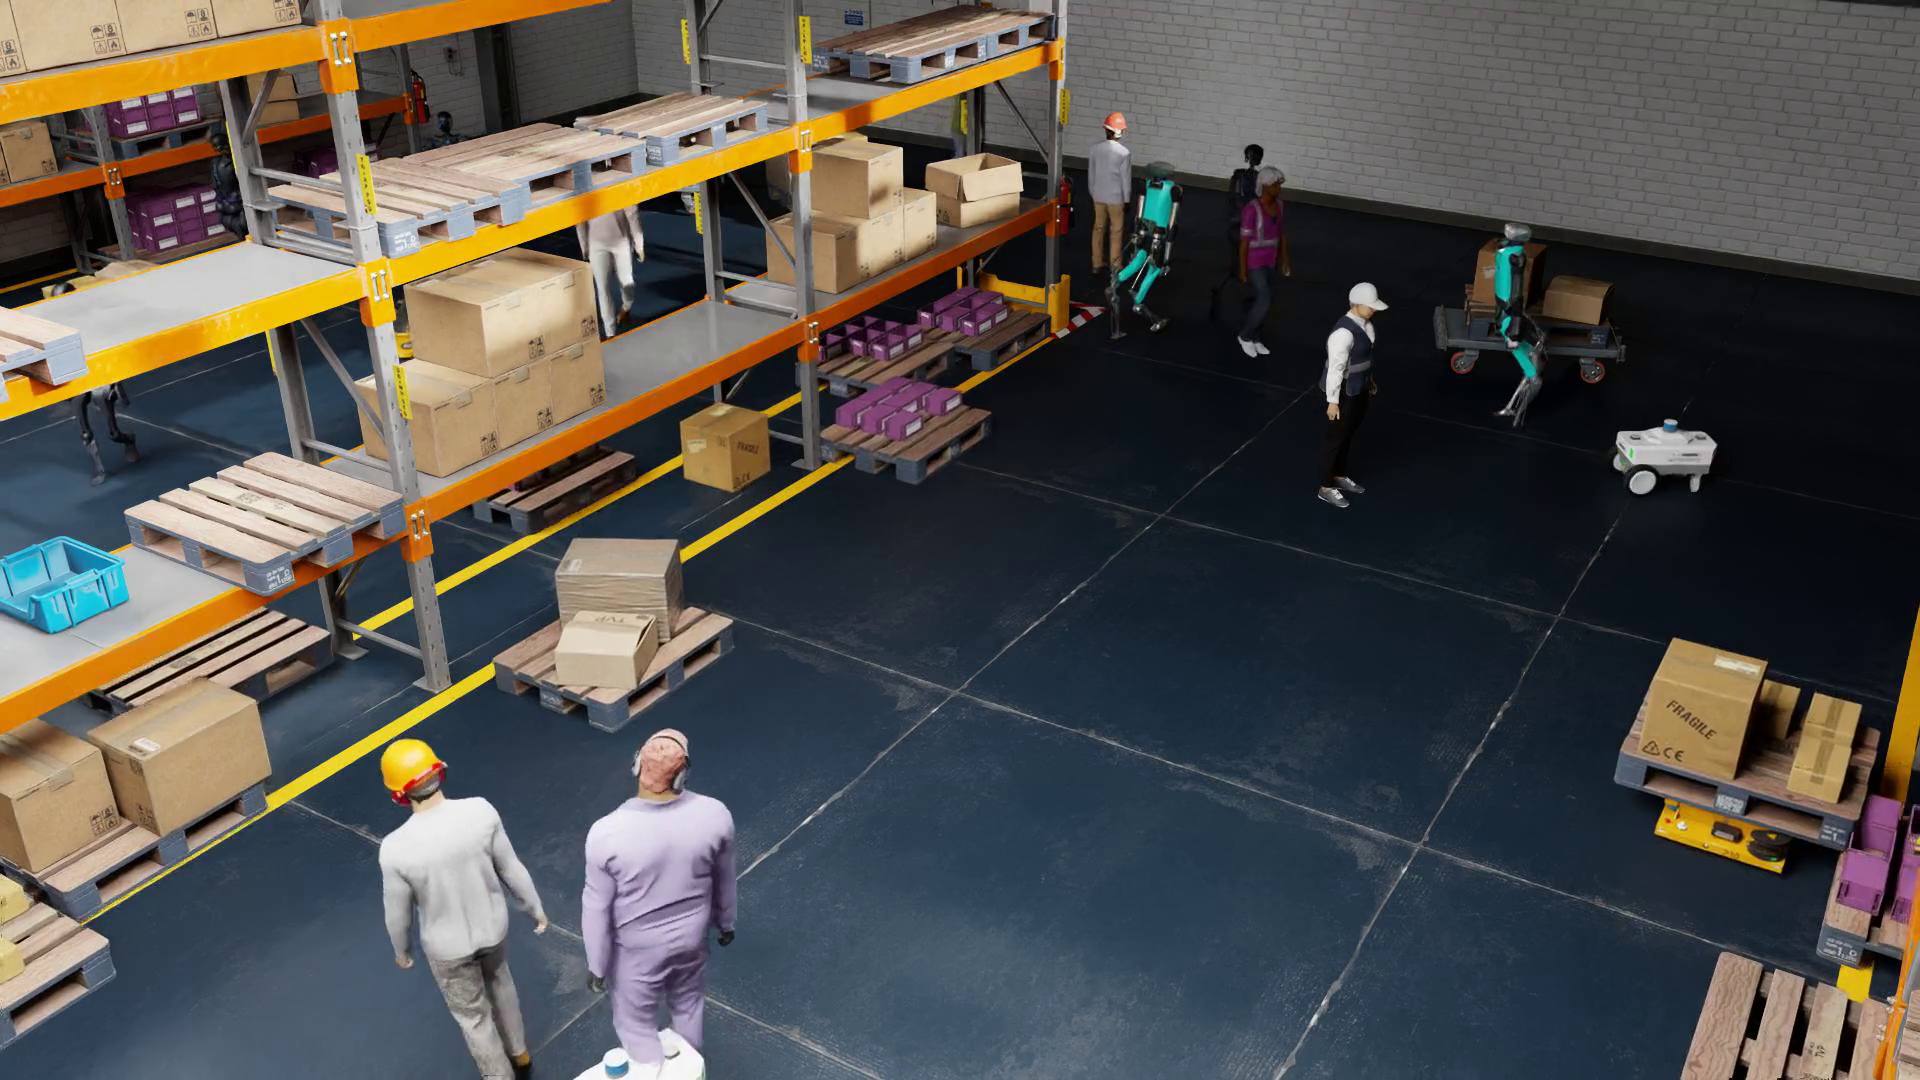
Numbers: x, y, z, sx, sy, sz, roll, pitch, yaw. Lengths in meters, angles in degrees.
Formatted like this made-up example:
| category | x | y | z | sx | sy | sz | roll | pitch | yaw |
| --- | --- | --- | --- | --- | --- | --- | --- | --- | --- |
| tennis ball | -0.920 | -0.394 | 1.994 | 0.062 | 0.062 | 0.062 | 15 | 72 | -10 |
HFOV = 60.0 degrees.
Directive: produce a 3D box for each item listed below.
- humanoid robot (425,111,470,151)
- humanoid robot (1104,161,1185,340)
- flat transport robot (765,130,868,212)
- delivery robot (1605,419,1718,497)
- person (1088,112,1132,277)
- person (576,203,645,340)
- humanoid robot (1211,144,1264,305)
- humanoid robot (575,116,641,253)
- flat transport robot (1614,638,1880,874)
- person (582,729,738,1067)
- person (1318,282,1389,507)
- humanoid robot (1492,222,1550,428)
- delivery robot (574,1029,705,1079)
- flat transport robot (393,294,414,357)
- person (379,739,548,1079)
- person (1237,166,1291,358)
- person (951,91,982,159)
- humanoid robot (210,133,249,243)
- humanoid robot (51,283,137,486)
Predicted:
| category | x | y | z | sx | sy | sz | roll | pitch | yaw |
| --- | --- | --- | --- | --- | --- | --- | --- | --- | --- |
| humanoid robot | -5.567 | -3.929 | 18.384 | 0.603 | 1.641 | 0.382 | -8 | 28 | -14 |
| humanoid robot | 1.684 | -2.696 | 15.903 | 0.987 | 1.715 | 0.555 | -22 | 35 | -37 |
| flat transport robot | -1.541 | -3.975 | 20.031 | 0.659 | 0.231 | 1.431 | -15 | 30 | -27 |
| delivery robot | 5.559 | -0.669 | 13.198 | 0.764 | 0.593 | 0.519 | 0 | 27 | 0 |
| person | 1.625 | -3.715 | 17.879 | 0.564 | 1.750 | 0.334 | 23 | 35 | 38 |
| person | -3.376 | -2.875 | 16.083 | 0.644 | 1.898 | 0.884 | -2 | 27 | -4 |
| humanoid robot | 2.885 | -3.189 | 16.931 | 0.573 | 1.637 | 0.588 | -23 | 35 | -38 |
| humanoid robot | -3.722 | -3.658 | 17.904 | 0.563 | 1.897 | 0.776 | 15 | 30 | 27 |
| flat transport robot | 4.474 | 1.365 | 9.508 | 0.659 | 0.231 | 1.431 | 16 | 31 | 28 |
| person | -1.224 | 1.726 | 7.043 | 0.708 | 1.862 | 0.626 | -15 | 31 | -27 |
| person | 2.993 | -1.136 | 12.793 | 0.441 | 1.755 | 0.746 | 17 | 32 | 31 |
| humanoid robot | 4.827 | -1.787 | 14.174 | 0.691 | 1.854 | 0.544 | 0 | 27 | 0 |
| delivery robot | -1.437 | 2.425 | 7.096 | 0.766 | 0.587 | 0.499 | -22 | 34 | -36 |
| flat transport robot | -5.289 | -2.114 | 16.363 | 0.659 | 0.231 | 1.431 | -2 | 27 | -4 |
| person | -2.127 | 1.658 | 7.176 | 0.618 | 1.861 | 0.561 | -20 | 33 | -34 |
| person | 2.853 | -2.595 | 15.590 | 0.529 | 1.832 | 0.455 | -22 | 34 | -36 |
| person | 0.065 | -5.085 | 20.733 | 0.406 | 1.618 | 0.502 | 11 | 29 | 20 |
| humanoid robot | -7.563 | -3.473 | 17.509 | 0.600 | 1.632 | 0.718 | 15 | 31 | 27 |
| humanoid robot | -6.890 | -1.277 | 13.165 | 0.611 | 1.637 | 0.520 | -2 | 27 | -4 |
